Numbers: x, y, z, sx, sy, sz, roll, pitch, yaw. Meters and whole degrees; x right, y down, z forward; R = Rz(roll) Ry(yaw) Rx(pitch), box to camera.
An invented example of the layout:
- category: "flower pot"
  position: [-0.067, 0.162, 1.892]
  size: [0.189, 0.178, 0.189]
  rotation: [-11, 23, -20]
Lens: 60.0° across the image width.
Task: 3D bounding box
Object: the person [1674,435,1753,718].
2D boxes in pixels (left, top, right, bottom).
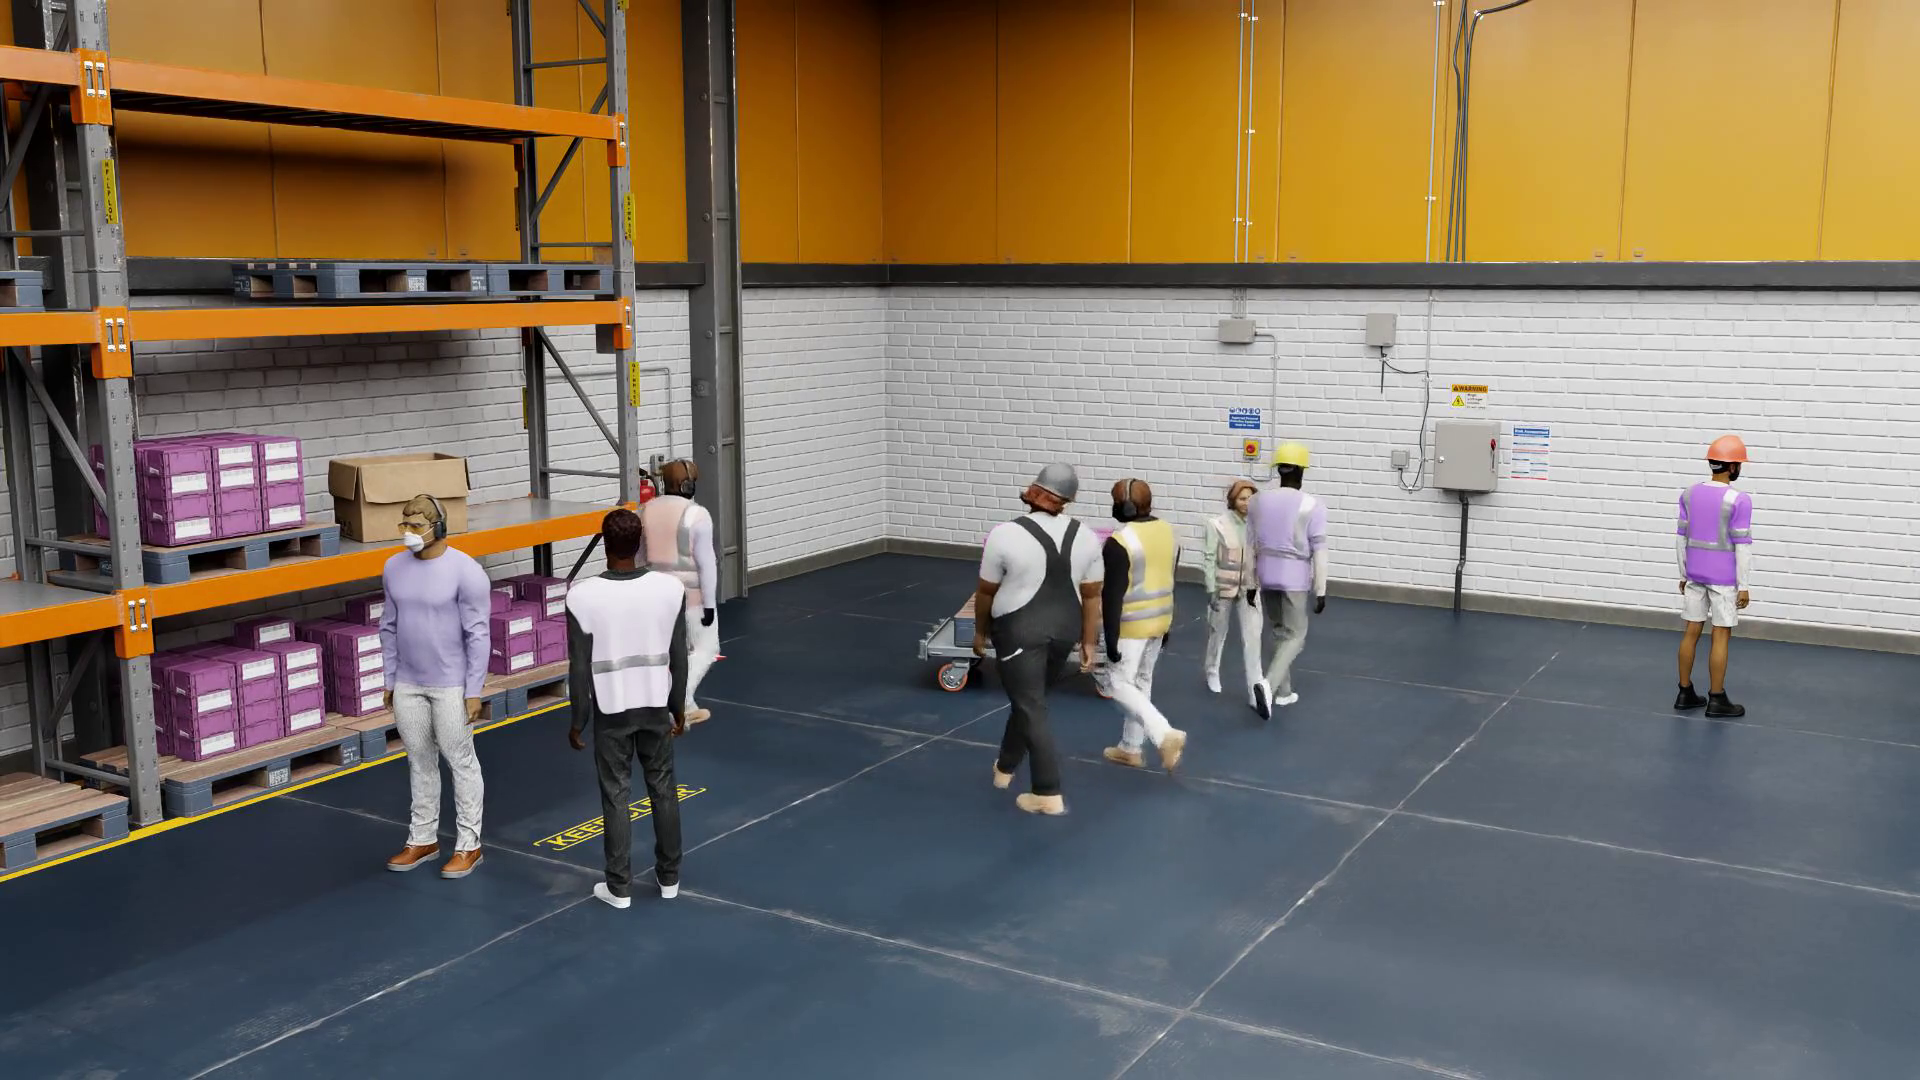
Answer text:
- category: "person"
  position: [5.195, 0.244, 11.419]
  size: [0.370, 1.935, 0.552]
  rotation: [-5, 10, -27]

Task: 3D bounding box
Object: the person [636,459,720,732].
- category: "person"
  position: [-1.838, 0.375, 10.947]
  size: [0.634, 1.831, 0.620]
  rotation: [5, 11, 30]

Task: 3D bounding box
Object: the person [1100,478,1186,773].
- category: "person"
  position: [1.106, 0.532, 10.003]
  size: [0.636, 1.822, 0.711]
  rotation: [-9, 13, -43]

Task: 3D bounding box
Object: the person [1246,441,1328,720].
- category: "person"
  position: [2.201, 0.276, 11.368]
  size: [0.597, 1.895, 0.827]
  rotation: [7, 11, 37]

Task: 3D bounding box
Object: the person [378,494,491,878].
- category: "person"
  position: [-2.650, 0.730, 8.383]
  size: [0.631, 1.940, 0.372]
  rotation: [3, 10, 20]

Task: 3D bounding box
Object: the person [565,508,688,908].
- category: "person"
  position: [-1.581, 0.807, 7.966]
  size: [0.588, 1.920, 0.398]
  rotation: [-4, 10, -26]

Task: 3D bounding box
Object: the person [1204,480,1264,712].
- category: "person"
  position: [1.948, 0.362, 11.771]
  size: [0.512, 1.594, 0.871]
  rotation: [-1, 9, -6]

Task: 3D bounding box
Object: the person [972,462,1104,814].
- category: "person"
  position: [0.404, 0.496, 9.526]
  size: [0.675, 2.000, 0.894]
  rotation: [-5, 10, -29]
